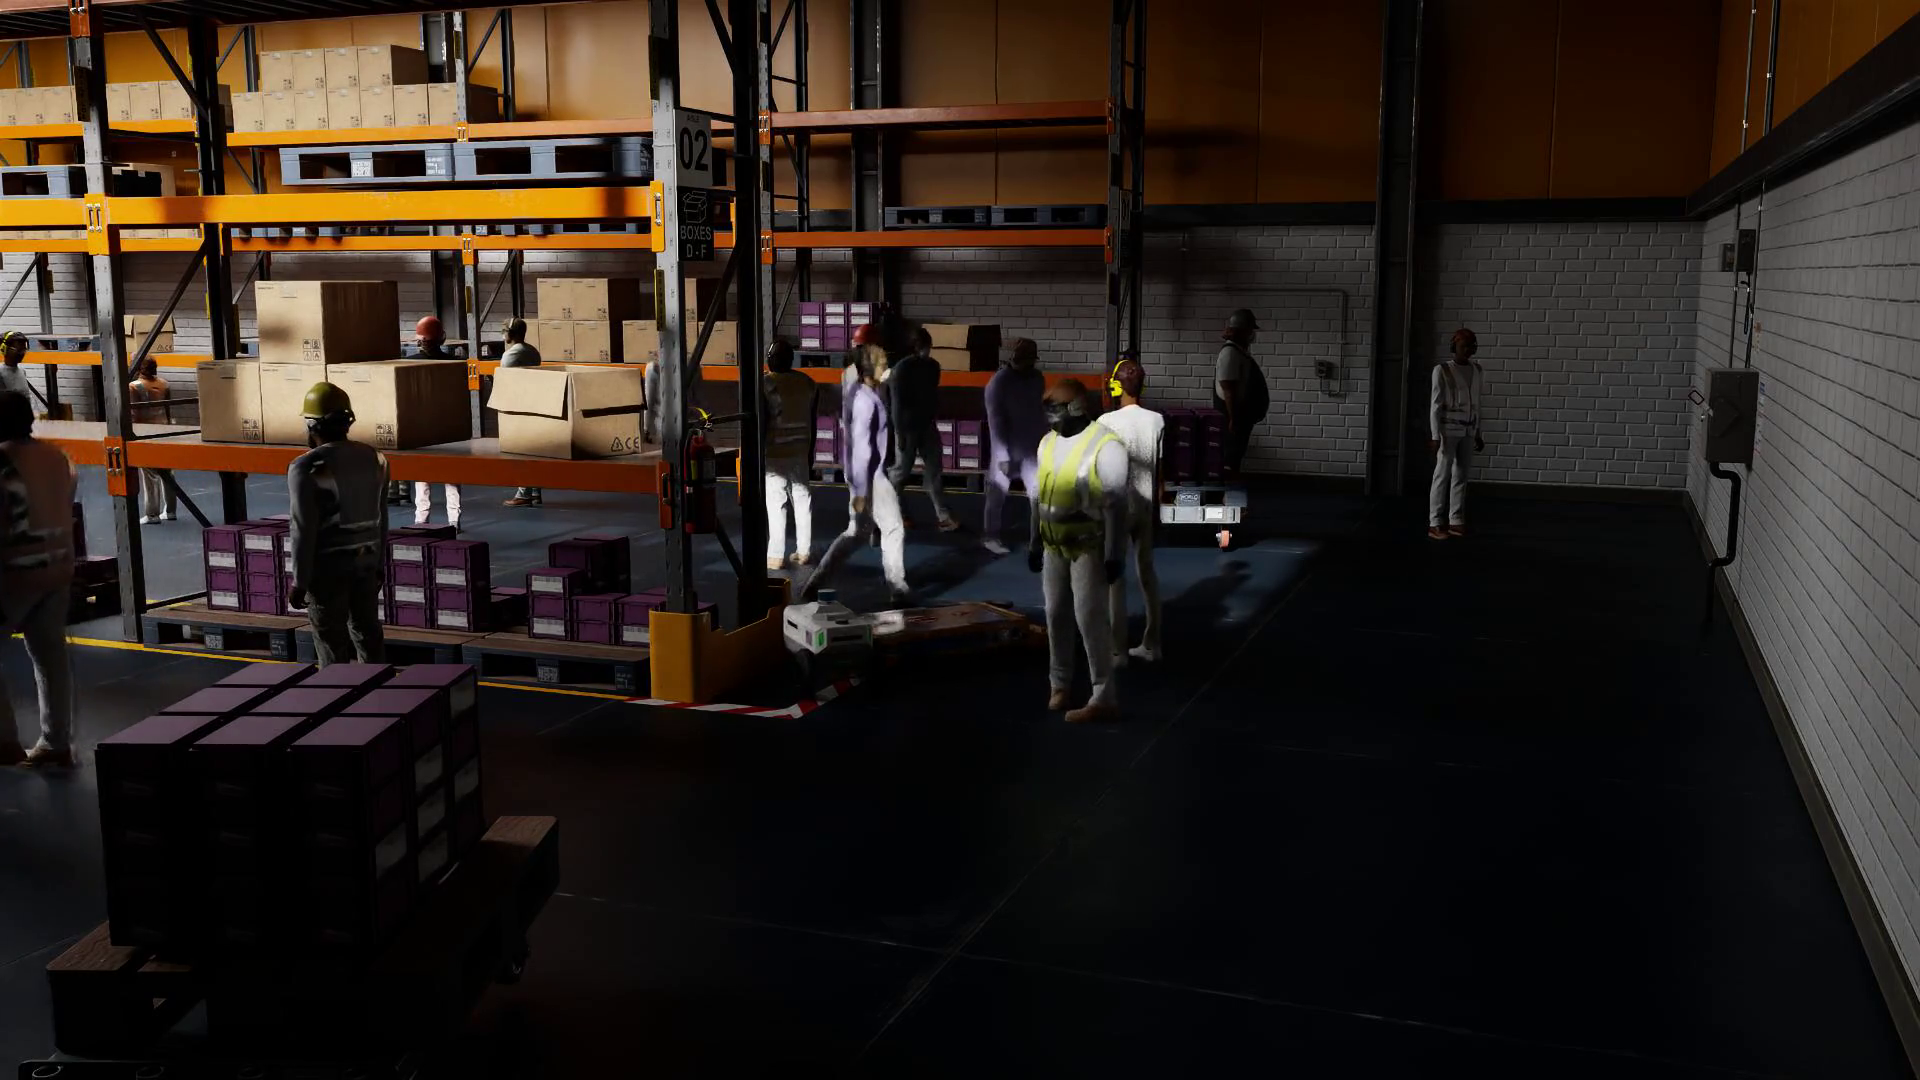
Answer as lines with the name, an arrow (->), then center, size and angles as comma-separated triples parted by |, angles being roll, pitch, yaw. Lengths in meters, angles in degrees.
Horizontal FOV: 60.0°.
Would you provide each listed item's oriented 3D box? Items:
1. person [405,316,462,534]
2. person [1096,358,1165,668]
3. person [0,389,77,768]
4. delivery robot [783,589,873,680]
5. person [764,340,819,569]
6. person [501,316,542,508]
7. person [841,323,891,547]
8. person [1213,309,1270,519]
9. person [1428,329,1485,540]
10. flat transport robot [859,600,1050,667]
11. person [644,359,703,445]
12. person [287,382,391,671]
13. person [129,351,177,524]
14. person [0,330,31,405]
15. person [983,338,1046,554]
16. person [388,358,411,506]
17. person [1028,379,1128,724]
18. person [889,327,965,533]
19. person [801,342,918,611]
person -> -4.774, -1.032, 15.101 | 0.608, 1.989, 0.386 | -1, 9, -3
person -> 1.015, -0.159, 10.061 | 0.506, 1.854, 0.340 | -6, 11, -31
person -> -4.512, 0.200, 7.891 | 0.580, 1.821, 0.633 | 2, 9, 13
delivery robot -> -0.763, 0.523, 9.529 | 0.477, 0.478, 0.707 | -4, 10, -23
person -> -1.433, -0.685, 13.388 | 0.624, 1.844, 0.430 | -8, 12, -41
person -> -4.470, -1.295, 16.911 | 0.372, 1.940, 0.627 | 2, 9, 11
person -> -0.791, -0.905, 14.453 | 0.348, 1.942, 0.546 | -9, 12, -43
person -> 2.742, -1.233, 16.199 | 0.535, 2.000, 0.699 | 3, 9, 16
person -> 4.451, -0.947, 14.895 | 0.583, 1.881, 0.337 | -5, 10, -27
flat transport robot -> -0.169, 0.576, 10.381 | 1.431, 0.197, 0.652 | -5, 10, -29
person -> -2.738, -1.120, 16.063 | 0.586, 1.859, 0.780 | -5, 10, -30
person -> -3.101, 0.131, 8.283 | 0.404, 1.833, 0.588 | 4, 10, 26
person -> -7.685, -0.969, 15.793 | 0.310, 1.642, 0.514 | 2, 9, 15
person -> -8.469, -0.943, 14.937 | 0.326, 1.865, 0.518 | 0, 9, -1
person -> 0.518, -0.746, 13.797 | 0.693, 1.842, 1.033 | -7, 11, -36
person -> -5.848, -1.251, 16.989 | 0.404, 1.825, 0.592 | 2, 9, 12
person -> 0.627, 0.046, 8.910 | 0.437, 1.816, 0.689 | -7, 11, -37
person -> -0.363, -0.990, 15.179 | 0.652, 1.878, 1.004 | -9, 13, -44
person -> -0.673, -0.401, 11.502 | 0.918, 1.918, 0.634 | -1, 9, -7
